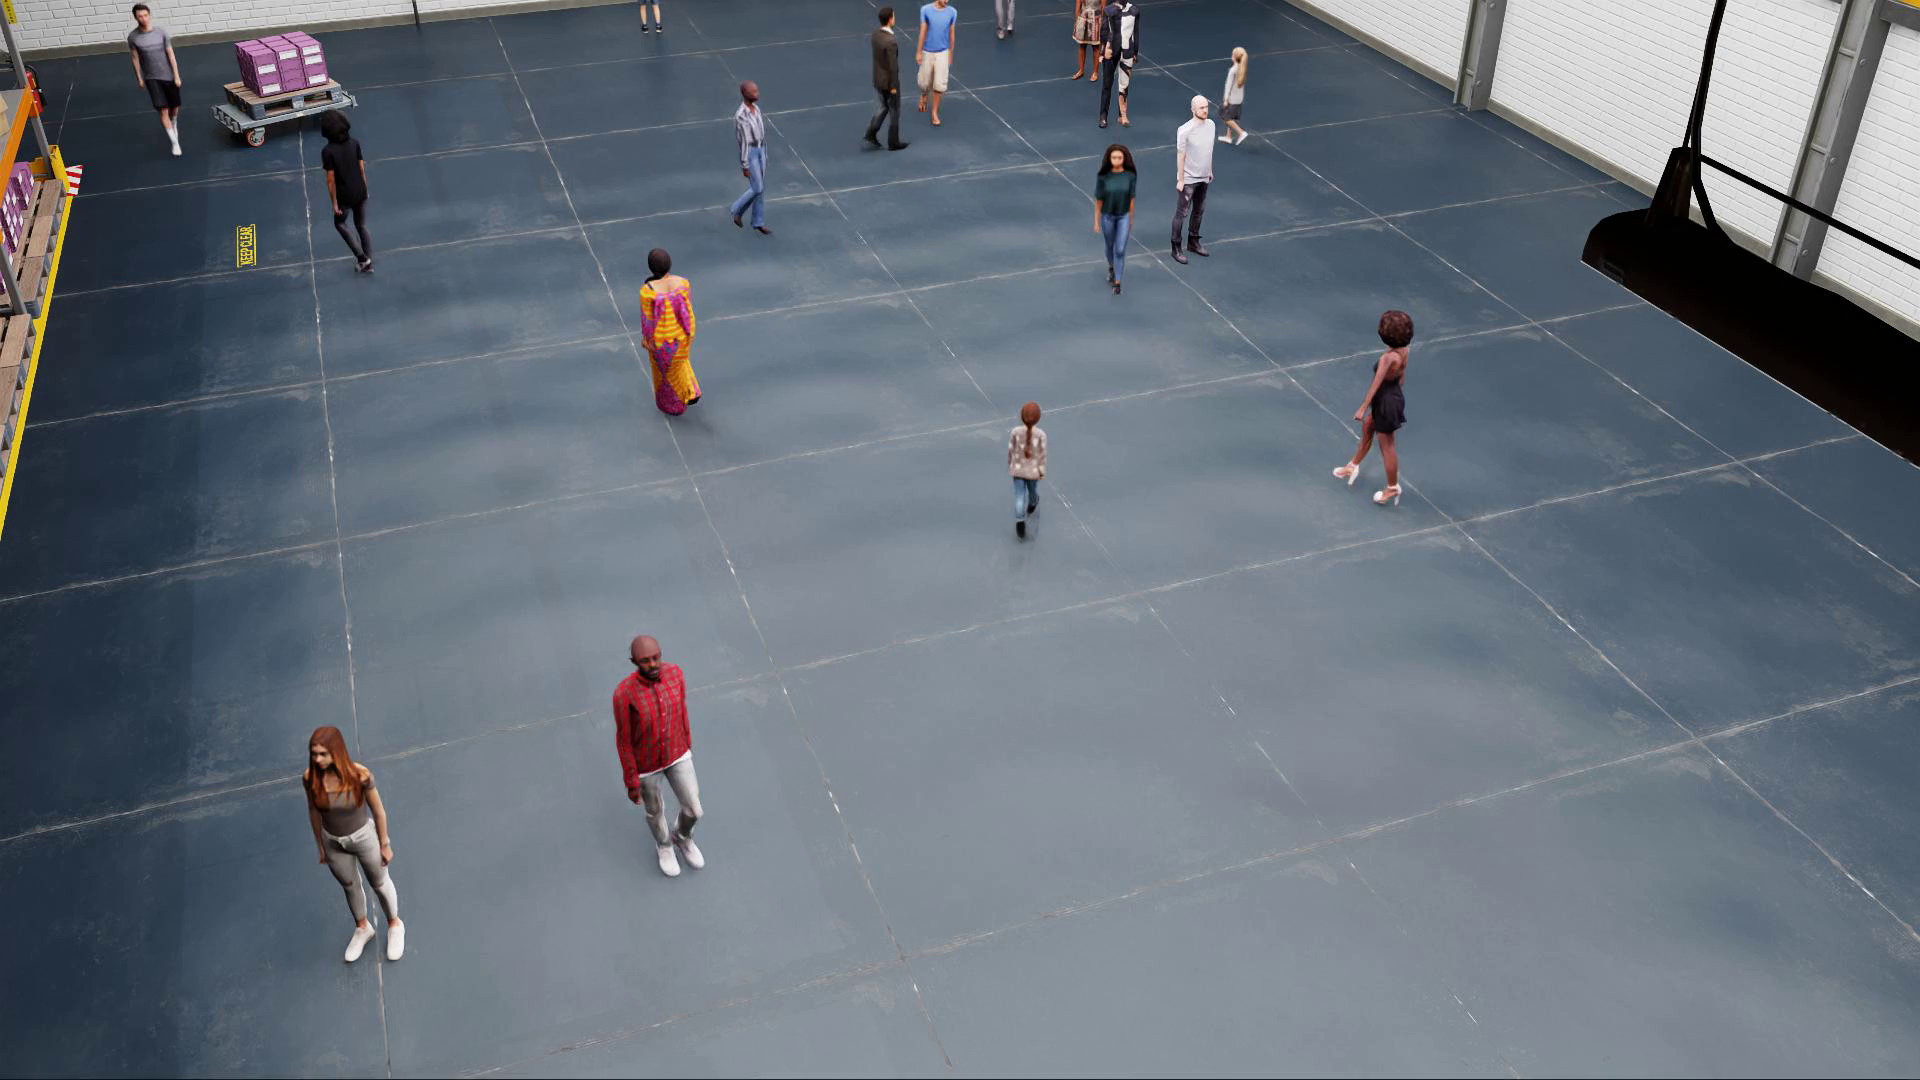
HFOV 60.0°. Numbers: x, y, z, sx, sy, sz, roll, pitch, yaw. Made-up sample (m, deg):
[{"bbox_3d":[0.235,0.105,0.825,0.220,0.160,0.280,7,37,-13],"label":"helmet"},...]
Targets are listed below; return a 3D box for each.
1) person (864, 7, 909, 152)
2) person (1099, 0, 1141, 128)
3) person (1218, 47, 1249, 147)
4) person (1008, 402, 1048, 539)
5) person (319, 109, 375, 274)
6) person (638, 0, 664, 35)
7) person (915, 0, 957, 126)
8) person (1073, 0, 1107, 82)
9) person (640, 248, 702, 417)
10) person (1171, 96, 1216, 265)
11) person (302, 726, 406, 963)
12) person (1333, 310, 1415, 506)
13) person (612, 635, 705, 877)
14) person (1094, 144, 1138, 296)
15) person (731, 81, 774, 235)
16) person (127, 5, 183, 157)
[{"bbox_3d":[-1.008,-5.837,21.135,0.870,1.785,0.854,-16,37,-23],"label":"person"},{"bbox_3d":[2.084,-6.404,21.892,0.742,1.891,0.681,-3,34,-4],"label":"person"},{"bbox_3d":[3.557,-5.672,21.360,0.785,1.261,0.692,23,40,31],"label":"person"},{"bbox_3d":[0.538,-0.565,13.764,0.710,1.164,0.876,4,34,6],"label":"person"},{"bbox_3d":[-6.524,-3.719,17.917,0.811,1.820,0.766,26,42,34],"label":"person"},{"bbox_3d":[-4.808,-8.527,25.486,0.550,1.448,0.512,-6,34,-9],"label":"person"},{"bbox_3d":[-0.335,-6.484,22.063,0.810,1.834,0.911,-1,34,-2],"label":"person"},{"bbox_3d":[1.853,-7.350,23.545,0.707,1.637,0.771,15,37,22],"label":"person"},{"bbox_3d":[-2.678,-1.894,15.316,0.774,1.659,0.908,-22,40,-30],"label":"person"},{"bbox_3d":[2.576,-3.999,18.327,0.727,1.832,0.678,-22,39,-29],"label":"person"},{"bbox_3d":[-3.552,1.766,9.750,0.652,1.724,0.640,1,34,1],"label":"person"},{"bbox_3d":[3.663,-1.067,13.975,0.972,1.766,0.875,18,37,24],"label":"person"},{"bbox_3d":[-1.925,1.304,10.368,0.702,1.811,0.699,-17,37,-24],"label":"person"},{"bbox_3d":[1.650,-3.466,17.754,0.880,1.579,1.137,2,34,3],"label":"person"},{"bbox_3d":[-2.432,-4.317,18.850,0.891,1.782,0.830,11,35,16],"label":"person"},{"bbox_3d":[-10.210,-5.916,21.202,0.769,1.842,1.237,-16,37,-23],"label":"person"}]
